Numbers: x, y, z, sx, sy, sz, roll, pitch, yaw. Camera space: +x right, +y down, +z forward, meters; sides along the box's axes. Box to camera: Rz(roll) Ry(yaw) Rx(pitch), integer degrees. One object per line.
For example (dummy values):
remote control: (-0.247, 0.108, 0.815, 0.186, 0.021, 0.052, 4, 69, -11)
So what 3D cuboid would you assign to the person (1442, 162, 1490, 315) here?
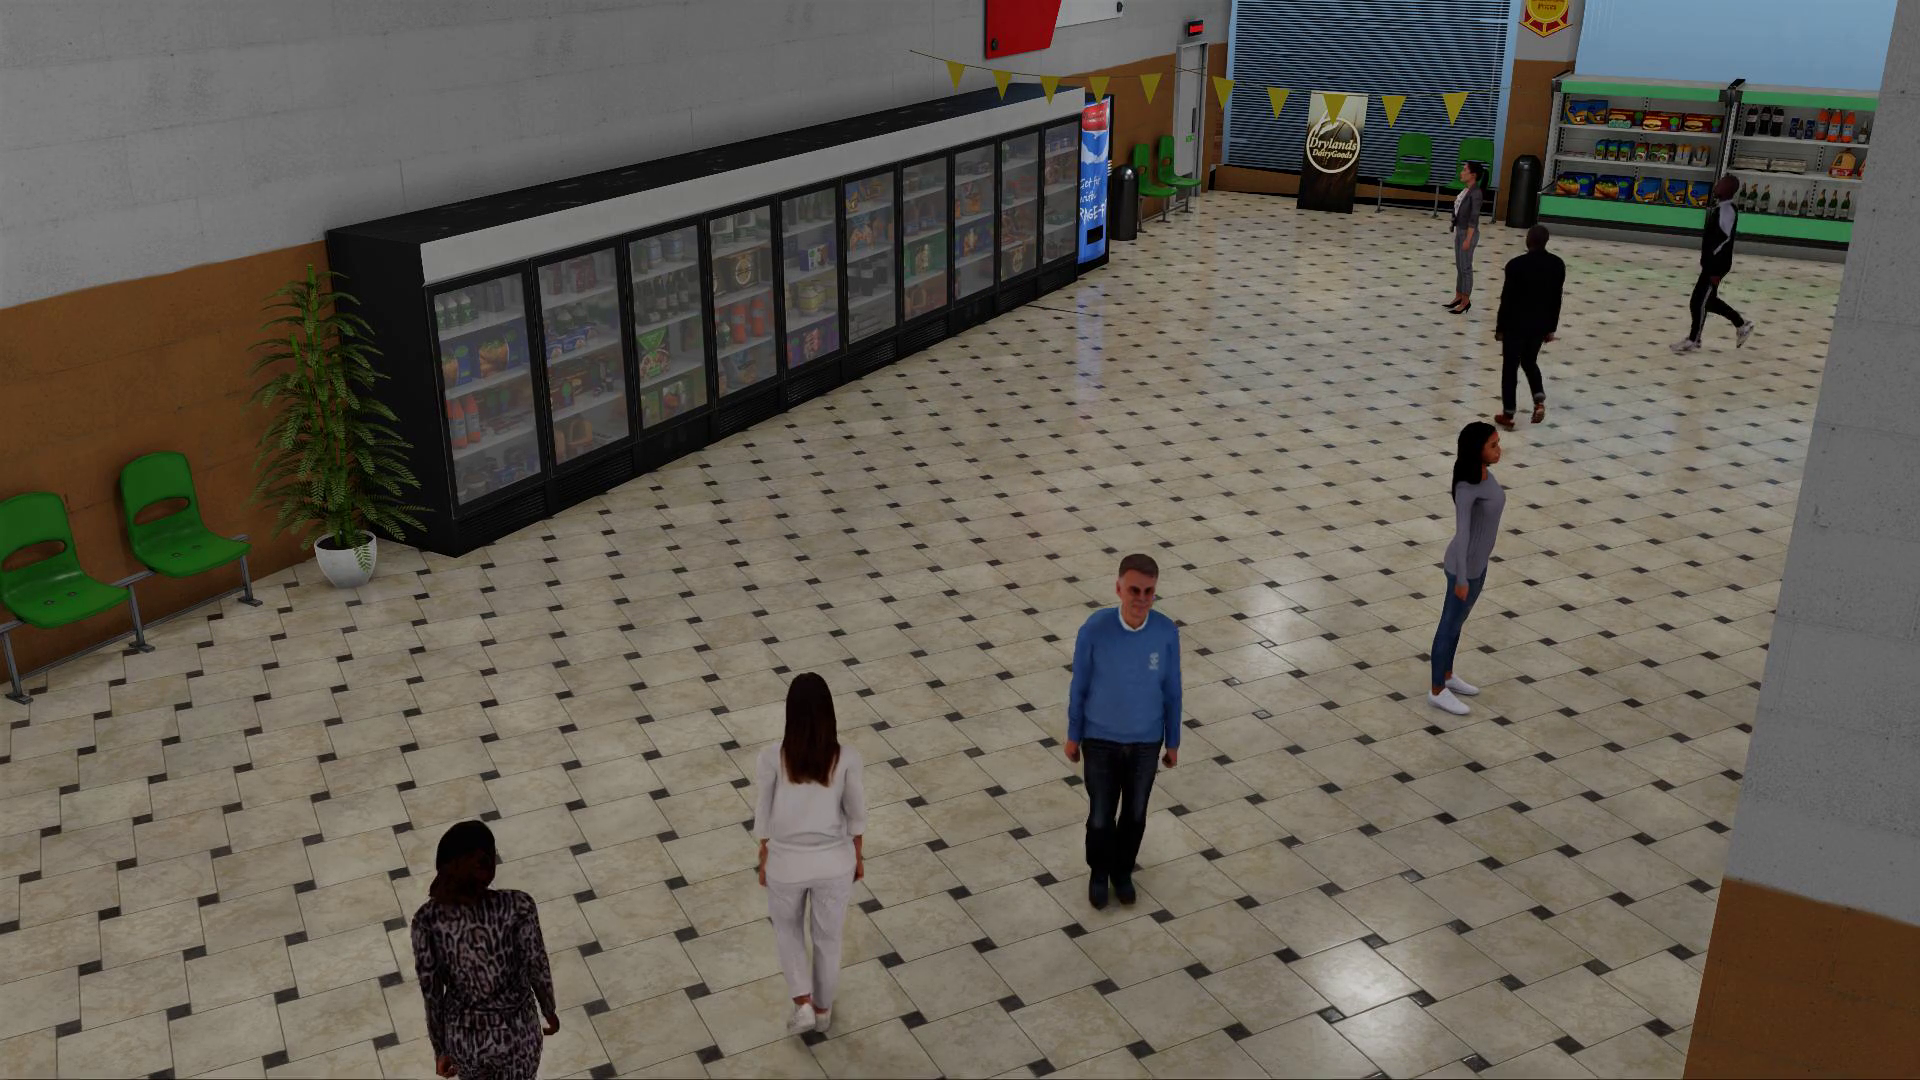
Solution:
person: (5.659, -3.381, 18.580, 0.742, 1.678, 0.723, 1, 22, 2)

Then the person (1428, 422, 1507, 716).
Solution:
person: (2.947, 0.145, 9.728, 0.507, 1.735, 0.600, 12, 25, 27)

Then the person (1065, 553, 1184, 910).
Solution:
person: (0.753, 0.864, 7.846, 0.766, 1.804, 0.855, -3, 22, -7)

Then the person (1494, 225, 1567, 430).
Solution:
person: (4.985, -1.822, 14.530, 0.911, 1.805, 0.970, -4, 22, -10)

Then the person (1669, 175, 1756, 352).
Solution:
person: (7.777, -2.779, 16.912, 1.003, 1.805, 0.703, 10, 24, 24)

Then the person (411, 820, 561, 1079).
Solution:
person: (-1.625, 1.762, 5.745, 0.710, 1.704, 0.774, -2, 22, -6)

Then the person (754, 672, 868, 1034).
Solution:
person: (-0.610, 1.344, 6.812, 0.783, 1.684, 0.842, -3, 22, -8)
